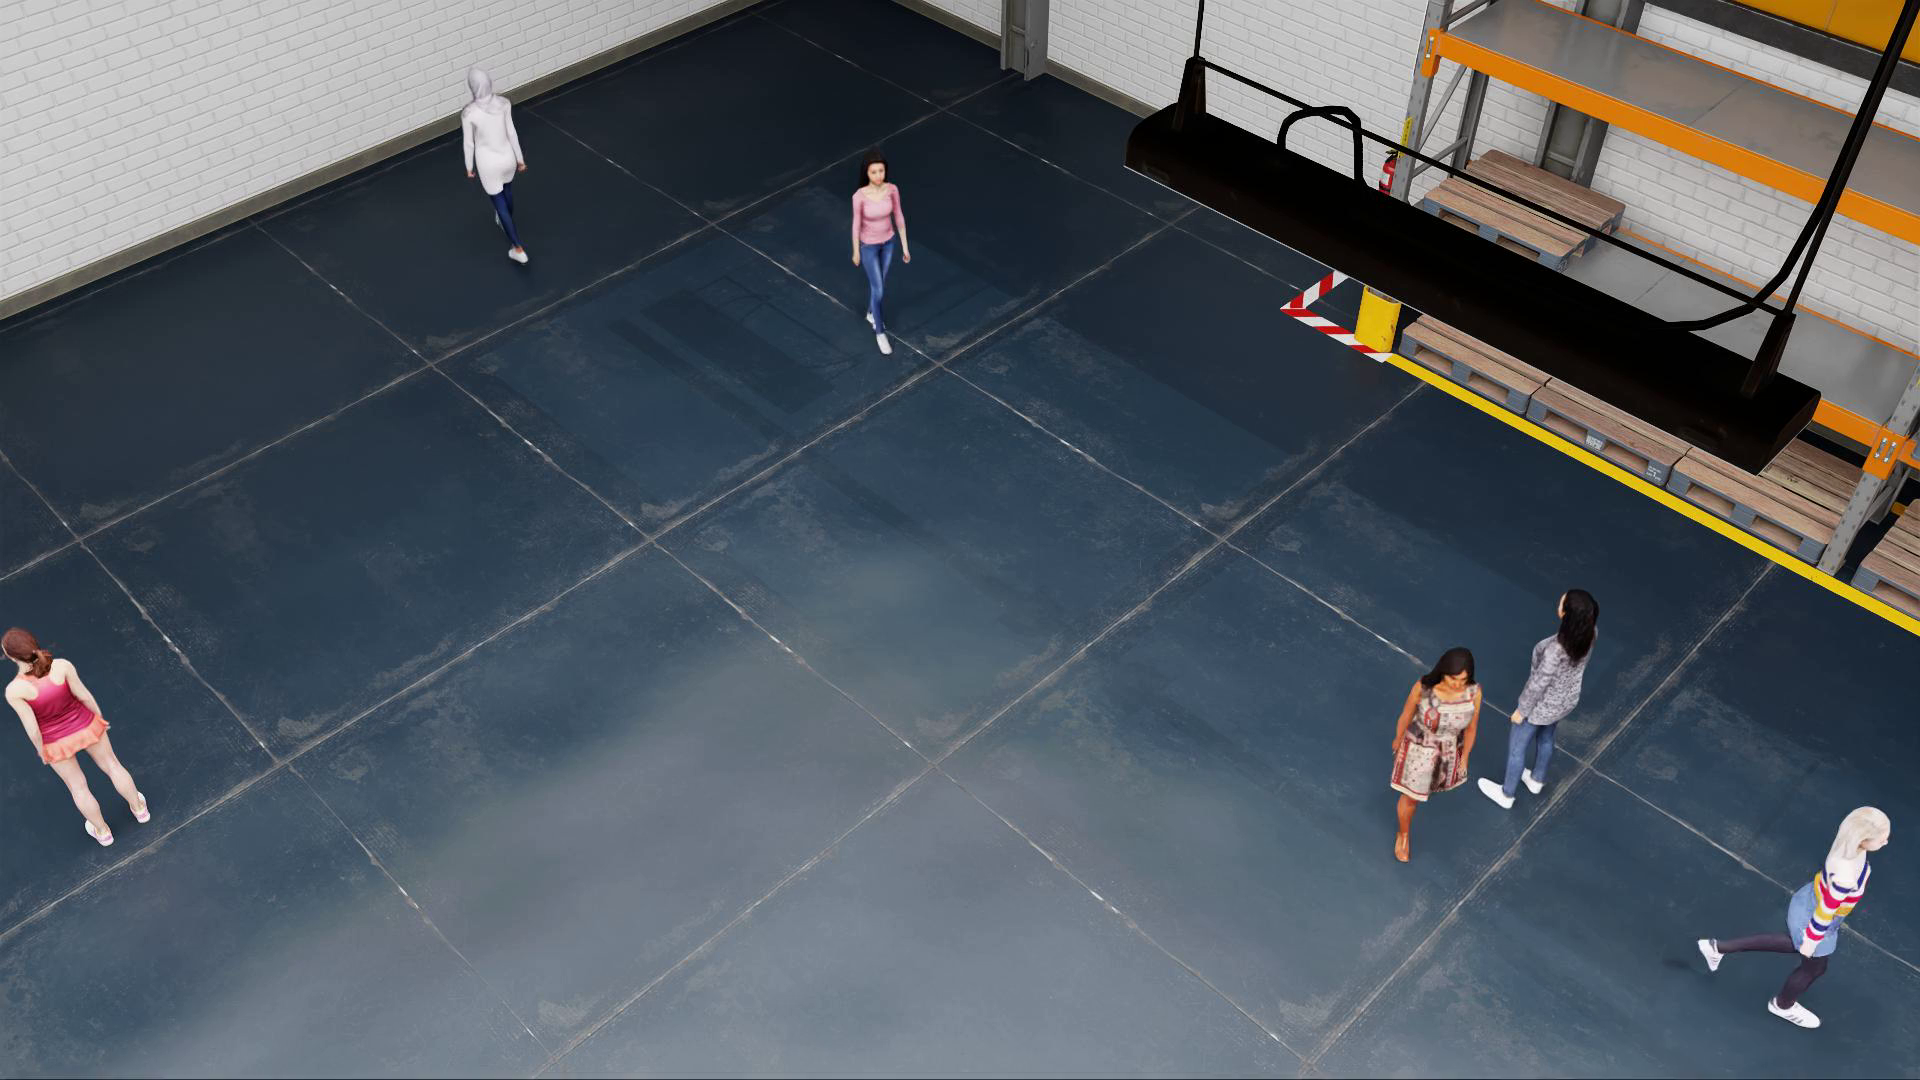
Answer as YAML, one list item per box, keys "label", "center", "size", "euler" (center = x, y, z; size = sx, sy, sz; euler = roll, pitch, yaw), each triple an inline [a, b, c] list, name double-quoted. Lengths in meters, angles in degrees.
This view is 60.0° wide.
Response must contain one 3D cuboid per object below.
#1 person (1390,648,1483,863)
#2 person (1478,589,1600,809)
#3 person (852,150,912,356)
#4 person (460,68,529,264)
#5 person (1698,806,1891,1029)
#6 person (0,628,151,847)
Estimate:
- label: "person"
  center: [2.826, 1.163, 9.927]
  size: [1.001, 1.627, 1.033]
  euler: [5, 44, 5]
- label: "person"
  center: [3.565, 0.969, 10.056]
  size: [0.656, 1.730, 0.594]
  euler: [-24, 49, -23]
- label: "person"
  center: [-0.703, -2.453, 13.652]
  size: [0.706, 1.724, 0.899]
  euler: [-22, 48, -22]
- label: "person"
  center: [-4.008, -3.218, 14.443]
  size: [0.734, 1.739, 1.085]
  euler: [-27, 50, -25]
- label: "person"
  center: [4.532, 1.980, 8.951]
  size: [1.055, 1.791, 0.835]
  euler: [21, 47, 20]
- label: "person"
  center: [-5.283, 1.146, 9.851]
  size: [0.534, 1.757, 0.551]
  euler: [34, 53, 31]
